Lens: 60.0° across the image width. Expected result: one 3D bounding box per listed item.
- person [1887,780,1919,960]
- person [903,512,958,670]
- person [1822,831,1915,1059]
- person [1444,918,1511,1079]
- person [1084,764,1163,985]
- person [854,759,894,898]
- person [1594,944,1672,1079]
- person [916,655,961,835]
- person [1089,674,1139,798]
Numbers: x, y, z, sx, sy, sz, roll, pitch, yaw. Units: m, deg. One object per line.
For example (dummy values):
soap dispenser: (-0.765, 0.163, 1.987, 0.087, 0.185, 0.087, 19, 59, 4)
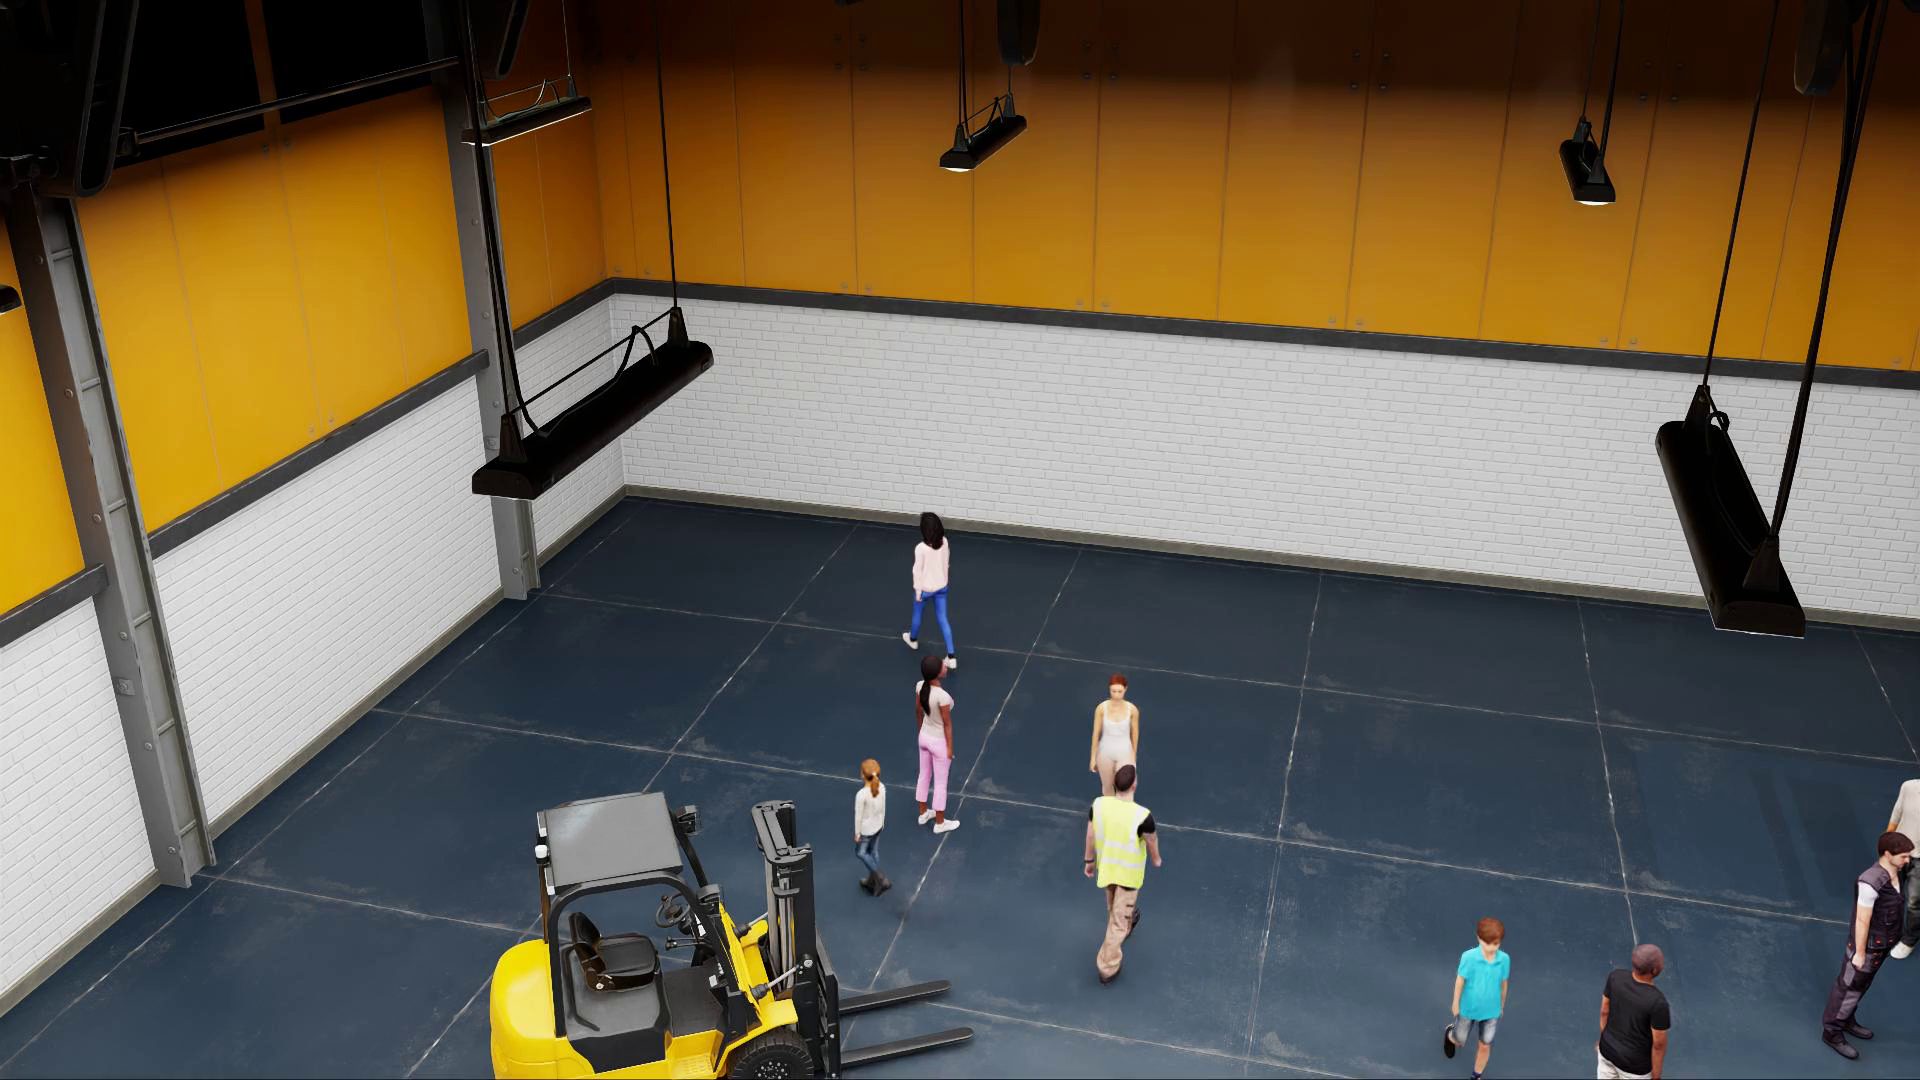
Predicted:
person: (7.714, 2.516, 13.422, 0.782, 1.809, 0.721, -13, 27, -28)
person: (-0.248, 0.581, 17.963, 1.178, 1.718, 1.225, -14, 27, -29)
person: (6.747, 2.958, 12.361, 0.695, 1.849, 0.802, -20, 31, -38)
person: (3.745, 3.320, 12.046, 0.640, 1.438, 0.838, 0, 24, 0)
person: (1.239, 2.652, 13.122, 0.937, 1.801, 1.223, 15, 28, 31)
person: (-0.725, 2.480, 14.132, 0.685, 1.307, 0.713, -20, 31, -38)
person: (4.489, 3.487, 11.206, 0.819, 1.805, 0.757, -13, 27, -27)
person: (-0.231, 1.830, 15.076, 0.680, 1.742, 0.655, -20, 30, -38)
person: (1.408, 1.915, 15.040, 0.617, 1.615, 0.940, 4, 24, 9)
